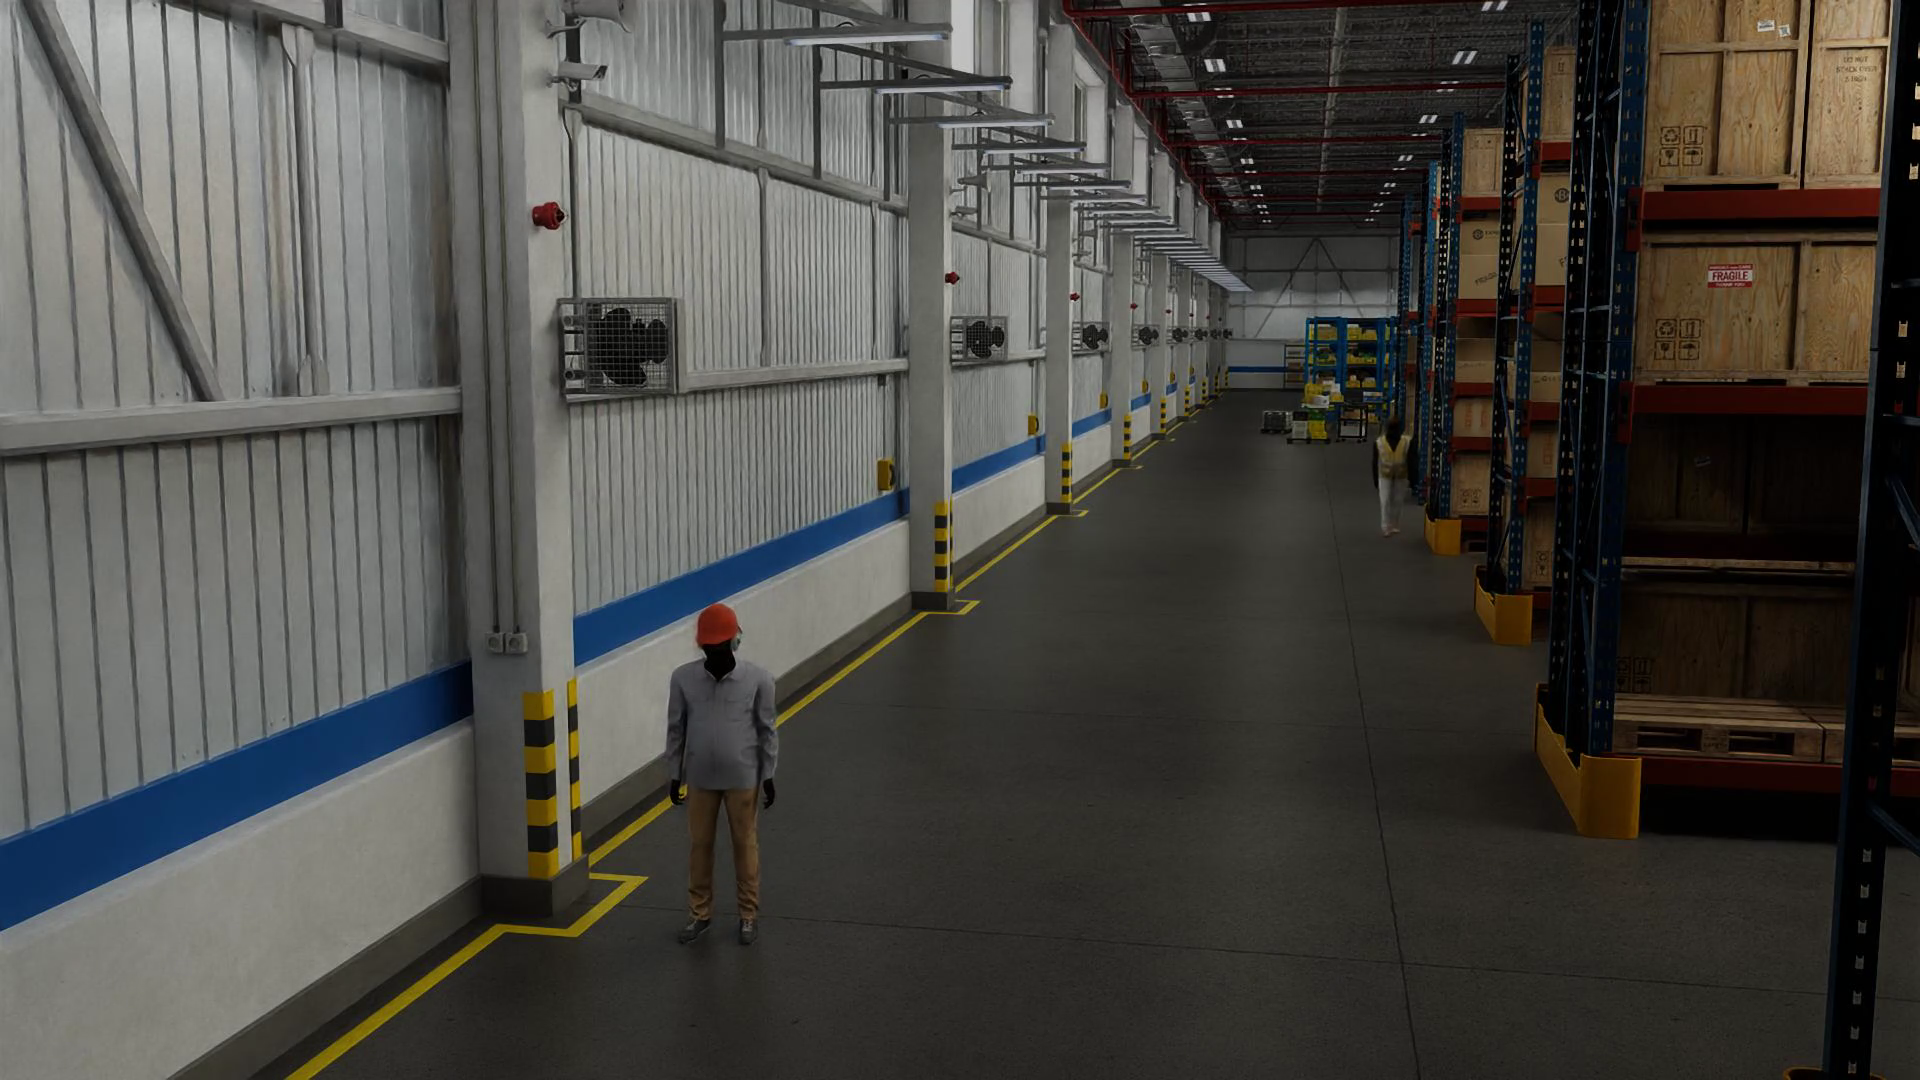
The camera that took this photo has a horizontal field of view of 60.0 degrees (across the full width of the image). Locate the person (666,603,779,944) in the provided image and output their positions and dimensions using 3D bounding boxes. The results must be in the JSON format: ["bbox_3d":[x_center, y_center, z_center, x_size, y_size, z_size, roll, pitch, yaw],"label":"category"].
[{"bbox_3d":[-1.209,1.180,8.421,0.573,1.746,0.345,0,7,4],"label":"person"}]

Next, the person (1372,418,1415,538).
[{"bbox_3d":[6.595,-0.963,25.345,0.617,1.815,0.895,1,7,10],"label":"person"}]

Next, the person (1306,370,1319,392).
[{"bbox_3d":[12.197,-4.990,57.479,0.563,1.837,0.389,-1,7,-8],"label":"person"}]
